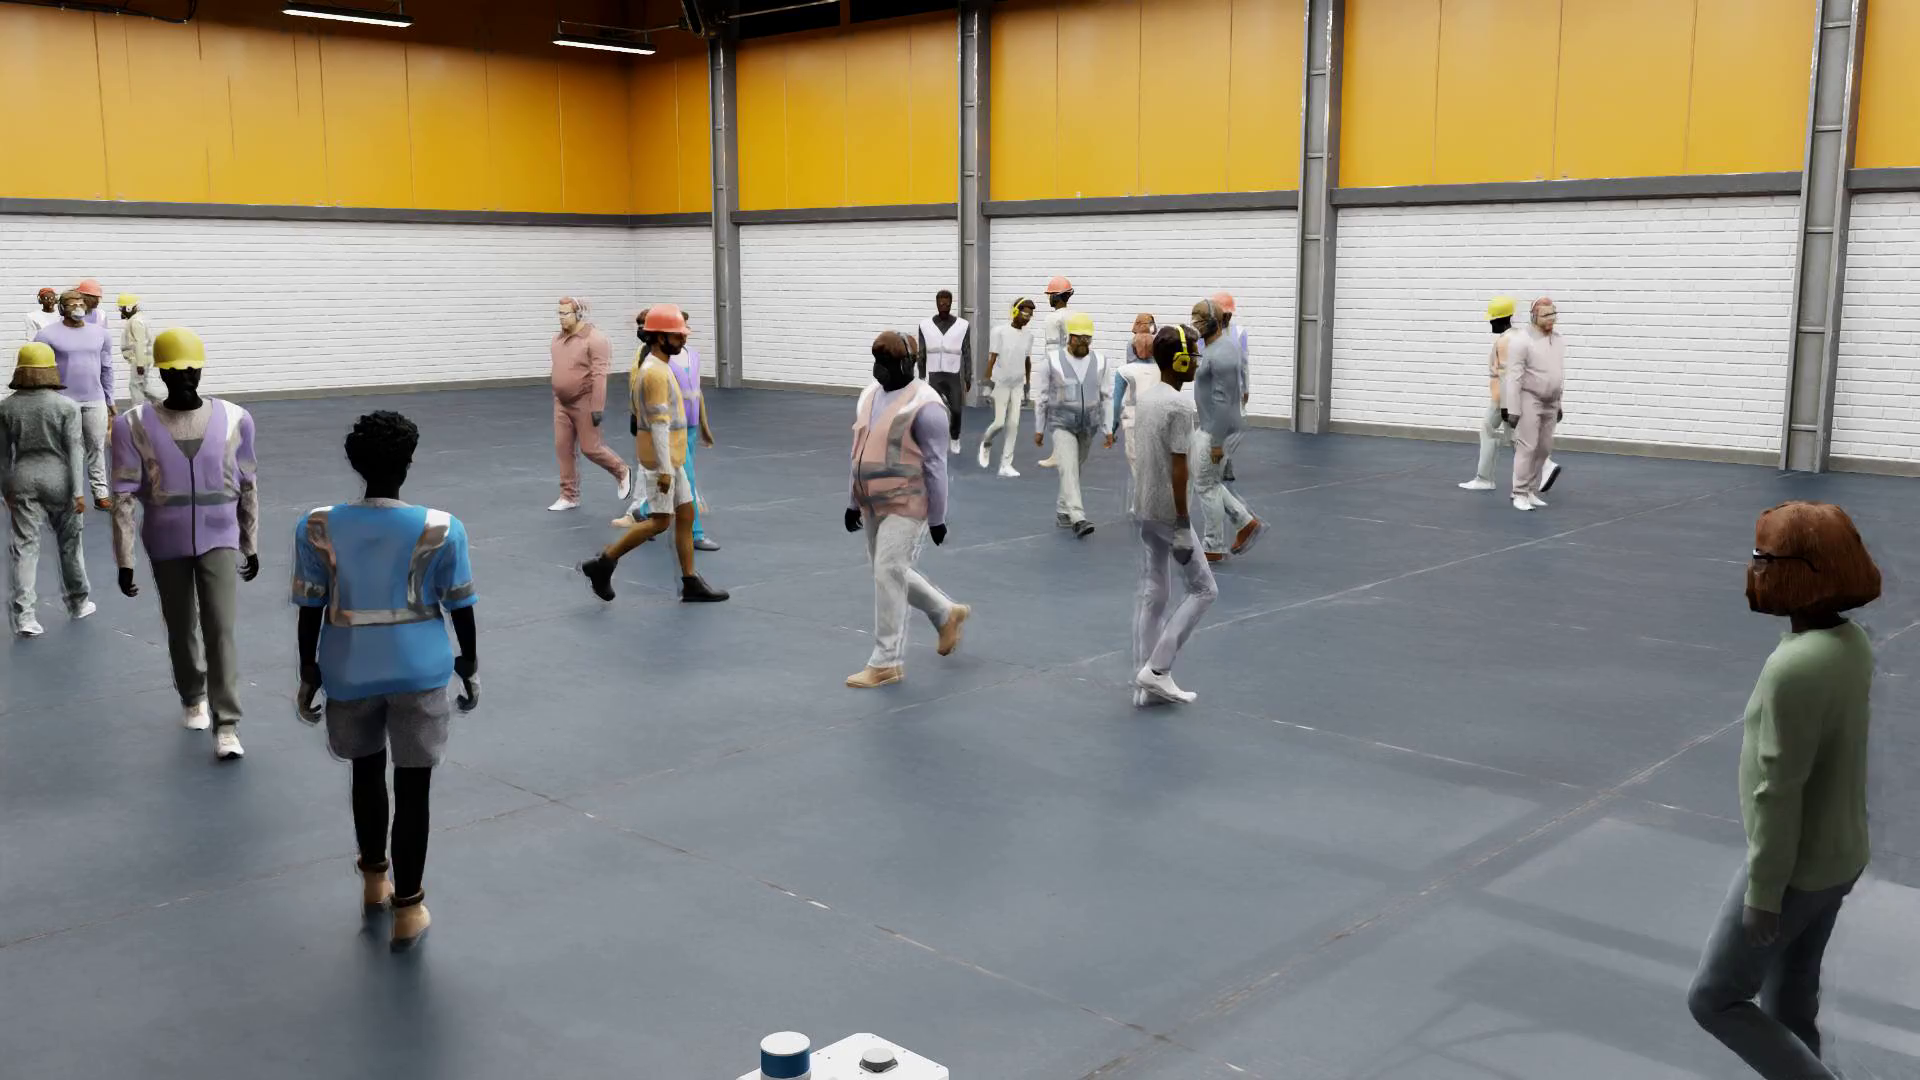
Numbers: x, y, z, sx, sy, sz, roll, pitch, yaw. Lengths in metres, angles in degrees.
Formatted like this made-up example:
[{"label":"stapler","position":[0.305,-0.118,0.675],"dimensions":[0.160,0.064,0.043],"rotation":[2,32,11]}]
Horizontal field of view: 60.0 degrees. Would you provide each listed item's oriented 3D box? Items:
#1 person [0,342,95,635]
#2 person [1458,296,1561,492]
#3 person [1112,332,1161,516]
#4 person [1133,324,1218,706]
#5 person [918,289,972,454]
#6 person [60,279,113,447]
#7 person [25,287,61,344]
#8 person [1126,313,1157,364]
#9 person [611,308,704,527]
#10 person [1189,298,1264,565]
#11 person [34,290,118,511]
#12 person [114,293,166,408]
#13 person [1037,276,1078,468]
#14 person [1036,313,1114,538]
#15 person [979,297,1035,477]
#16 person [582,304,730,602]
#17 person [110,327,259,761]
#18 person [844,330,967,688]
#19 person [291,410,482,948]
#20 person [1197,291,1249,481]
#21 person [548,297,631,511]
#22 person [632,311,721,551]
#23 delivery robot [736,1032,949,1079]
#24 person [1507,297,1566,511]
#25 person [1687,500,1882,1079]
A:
[{"label":"person","position":[-5.402,-0.313,9.780],"dimensions":[0.501,1.698,0.891],"rotation":[-2,9,-11]},{"label":"person","position":[5.222,-1.367,15.715],"dimensions":[0.870,1.872,0.602],"rotation":[6,11,34]},{"label":"person","position":[1.536,-0.941,13.934],"dimensions":[0.518,1.592,0.887],"rotation":[-2,9,-12]},{"label":"person","position":[1.030,-0.102,8.000],"dimensions":[0.386,1.855,0.562],"rotation":[-4,10,-21]},{"label":"person","position":[-0.173,-1.867,18.715],"dimensions":[0.609,1.895,0.812],"rotation":[0,9,1]},{"label":"person","position":[-10.277,-2.065,19.632],"dimensions":[0.936,1.986,0.717],"rotation":[4,10,21]},{"label":"person","position":[-11.721,-2.313,21.480],"dimensions":[0.355,1.883,0.574],"rotation":[9,13,43]},{"label":"person","position":[2.025,-1.682,18.364],"dimensions":[0.282,1.636,0.500],"rotation":[9,13,43]},{"label":"person","position":[-2.519,-1.030,13.892],"dimensions":[0.898,1.804,0.630],"rotation":[-6,11,-34]},{"label":"person","position":[1.859,-0.753,11.808],"dimensions":[0.521,1.917,0.653],"rotation":[0,9,1]},{"label":"person","position":[-7.655,-1.192,14.448],"dimensions":[0.357,1.938,0.636],"rotation":[9,13,42]},{"label":"person","position":[-11.017,-2.435,22.465],"dimensions":[0.628,1.805,0.632],"rotation":[-4,10,-25]},{"label":"person","position":[1.054,-1.784,17.746],"dimensions":[0.371,2.044,0.608],"rotation":[6,11,33]},{"label":"person","position":[0.932,-0.924,13.295],"dimensions":[0.604,1.768,0.986],"rotation":[-3,10,-17]},{"label":"person","position":[0.457,-1.576,17.093],"dimensions":[0.612,1.832,0.594],"rotation":[-5,11,-29]},{"label":"person","position":[-1.928,-0.525,10.438],"dimensions":[0.848,1.913,0.556],"rotation":[-1,9,-7]},{"label":"person","position":[-3.405,-0.004,7.361],"dimensions":[0.602,1.873,1.015],"rotation":[-5,11,-28]},{"label":"person","position":[-0.267,-0.179,8.599],"dimensions":[0.790,1.822,0.616],"rotation":[-7,11,-36]},{"label":"person","position":[-1.799,0.422,5.307],"dimensions":[0.558,1.676,0.553],"rotation":[-1,9,-6]},{"label":"person","position":[2.628,-1.557,16.789],"dimensions":[0.563,1.901,0.655],"rotation":[-1,9,-7]},{"label":"person","position":[-3.319,-1.207,14.708],"dimensions":[0.642,1.885,0.725],"rotation":[6,11,32]},{"label":"person","position":[-2.194,-0.842,12.647],"dimensions":[0.838,1.820,0.570],"rotation":[4,10,24]},{"label":"delivery robot","position":[-0.354,1.251,3.396],"dimensions":[0.477,0.478,0.707],"rotation":[9,13,43]},{"label":"person","position":[5.053,-1.195,14.686],"dimensions":[0.683,1.879,0.552],"rotation":[-6,11,-31]},{"label":"person","position":[1.856,0.727,3.638],"dimensions":[0.424,1.626,0.506],"rotation":[9,13,42]}]
